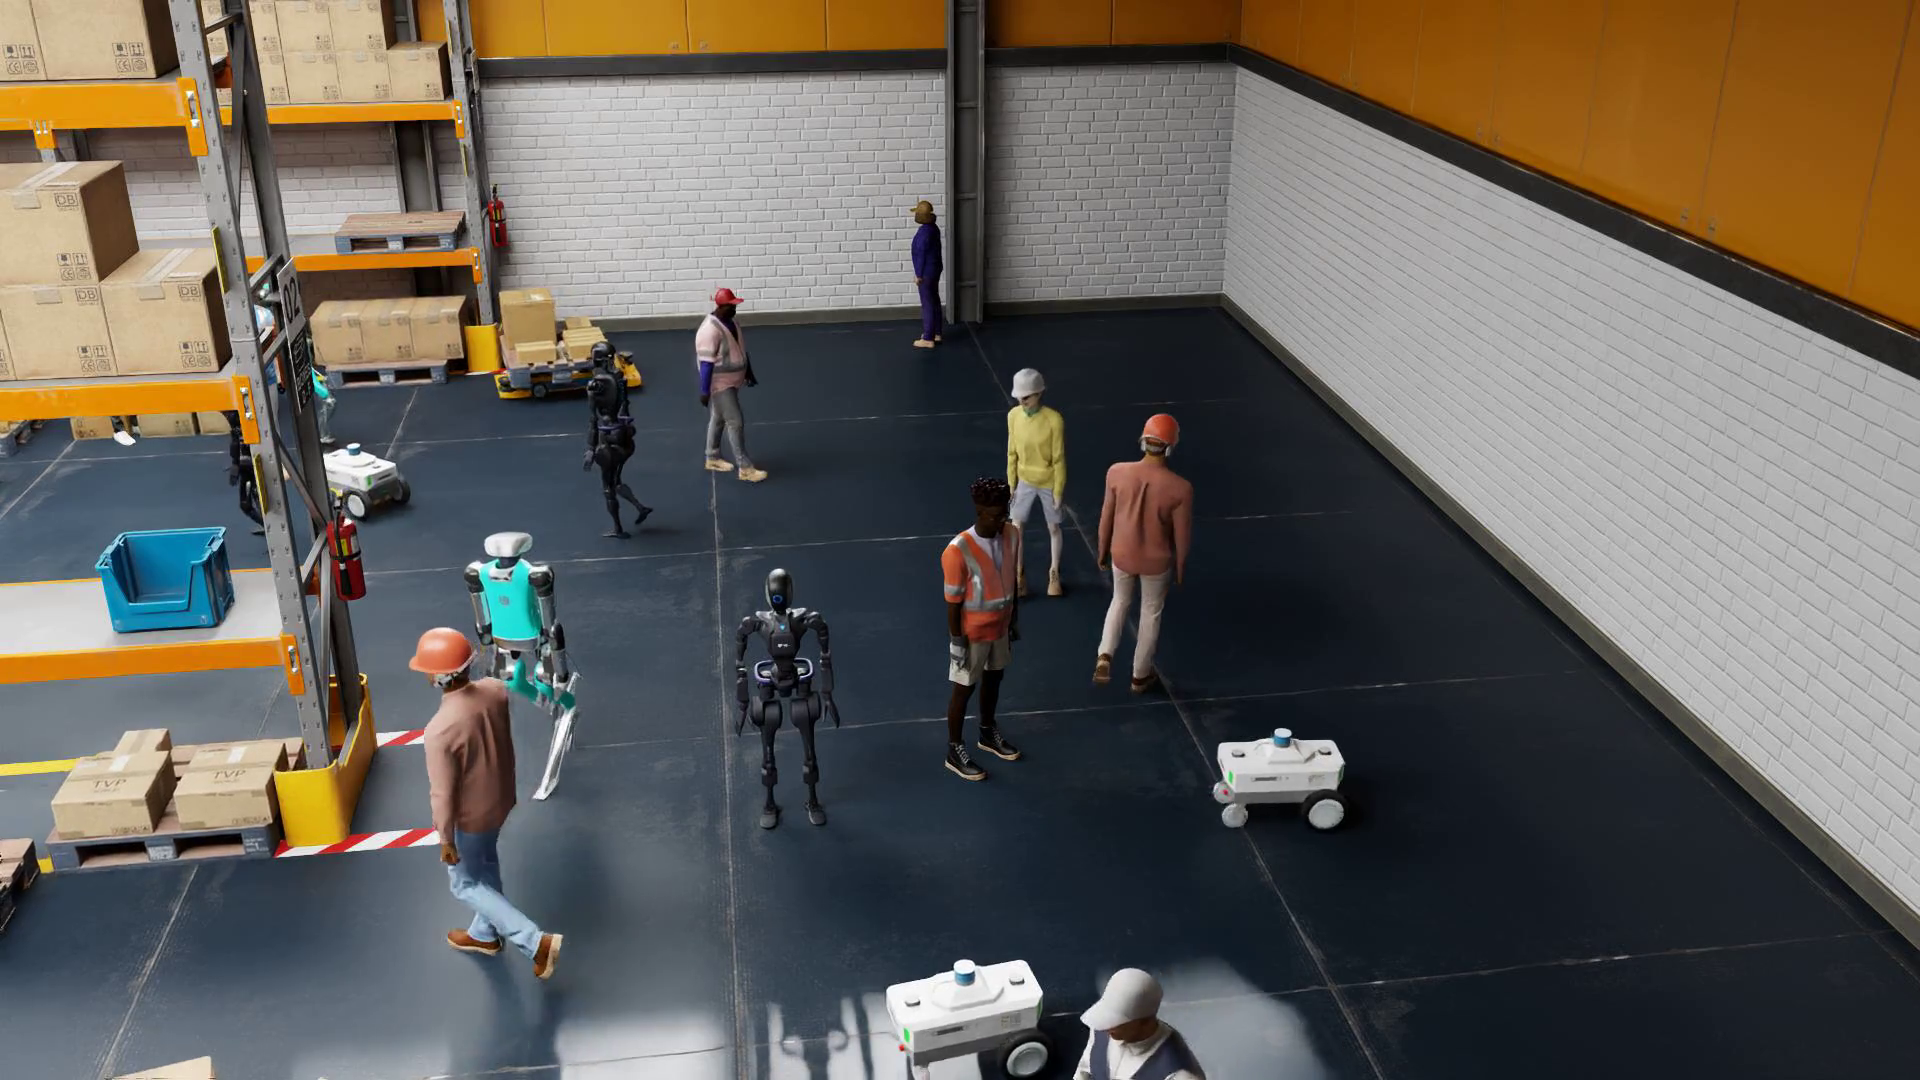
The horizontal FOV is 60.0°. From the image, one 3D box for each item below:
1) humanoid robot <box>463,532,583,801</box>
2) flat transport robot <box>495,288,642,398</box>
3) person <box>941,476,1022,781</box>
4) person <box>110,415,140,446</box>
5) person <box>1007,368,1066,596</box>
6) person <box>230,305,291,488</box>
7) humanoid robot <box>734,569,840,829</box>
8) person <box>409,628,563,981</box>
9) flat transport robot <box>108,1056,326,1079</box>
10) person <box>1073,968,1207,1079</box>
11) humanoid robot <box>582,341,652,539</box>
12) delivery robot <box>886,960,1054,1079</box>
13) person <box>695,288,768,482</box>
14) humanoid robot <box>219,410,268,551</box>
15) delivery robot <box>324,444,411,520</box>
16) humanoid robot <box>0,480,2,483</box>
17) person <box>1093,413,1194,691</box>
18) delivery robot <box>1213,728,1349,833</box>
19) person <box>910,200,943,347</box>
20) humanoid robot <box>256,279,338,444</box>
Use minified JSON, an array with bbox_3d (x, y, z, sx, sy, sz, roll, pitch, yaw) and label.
[{"bbox_3d":[-2.511,0.685,10.075,0.546,1.828,0.878,5,24,10],"label":"humanoid robot"},{"bbox_3d":[-4.083,-1.713,17.299,1.431,0.231,0.659,-8,25,-17],"label":"flat transport robot"},{"bbox_3d":[0.146,0.521,10.119,0.383,1.957,0.601,21,31,39],"label":"person"},{"bbox_3d":[-7.890,-1.827,15.572,0.315,1.866,0.533,9,25,20],"label":"person"},{"bbox_3d":[0.556,-0.402,12.358,0.478,1.854,0.615,11,26,23],"label":"person"},{"bbox_3d":[-6.230,-1.380,14.585,0.625,1.844,0.429,-15,28,-31],"label":"person"},{"bbox_3d":[-0.999,0.910,9.568,0.608,1.650,0.318,-4,24,-9],"label":"humanoid robot"},{"bbox_3d":[-2.356,1.328,8.265,0.754,1.970,0.639,8,25,18],"label":"person"},{"bbox_3d":[-2.869,2.971,6.628,1.431,0.231,0.659,12,26,26],"label":"flat transport robot"},{"bbox_3d":[0.672,2.331,6.250,0.763,1.737,0.488,20,31,38],"label":"person"},{"bbox_3d":[-2.778,-0.791,13.455,0.413,1.646,0.608,9,25,19],"label":"humanoid robot"},{"bbox_3d":[0.053,2.263,7.909,0.785,0.614,0.522,-7,25,-16],"label":"delivery robot"},{"bbox_3d":[-1.993,-1.375,14.717,0.786,1.717,0.638,7,25,15],"label":"person"},{"bbox_3d":[-5.667,-0.724,13.297,0.380,1.634,0.589,-4,24,-10],"label":"humanoid robot"},{"bbox_3d":[-5.148,-0.542,14.237,0.739,0.564,0.499,14,27,29],"label":"delivery robot"},{"bbox_3d":[-8.780,-1.131,14.267,0.585,1.629,0.738,19,30,37],"label":"humanoid robot"},{"bbox_3d":[1.202,0.129,10.994,0.636,1.967,0.589,11,26,23],"label":"person"},{"bbox_3d":[1.917,1.401,9.857,0.783,0.601,0.499,-1,24,-3],"label":"delivery robot"},{"bbox_3d":[-0.382,-2.957,18.456,0.360,1.618,0.459,7,25,15],"label":"person"},{"bbox_3d":[-5.989,-1.637,15.376,0.718,1.843,0.540,5,24,11],"label":"humanoid robot"}]
